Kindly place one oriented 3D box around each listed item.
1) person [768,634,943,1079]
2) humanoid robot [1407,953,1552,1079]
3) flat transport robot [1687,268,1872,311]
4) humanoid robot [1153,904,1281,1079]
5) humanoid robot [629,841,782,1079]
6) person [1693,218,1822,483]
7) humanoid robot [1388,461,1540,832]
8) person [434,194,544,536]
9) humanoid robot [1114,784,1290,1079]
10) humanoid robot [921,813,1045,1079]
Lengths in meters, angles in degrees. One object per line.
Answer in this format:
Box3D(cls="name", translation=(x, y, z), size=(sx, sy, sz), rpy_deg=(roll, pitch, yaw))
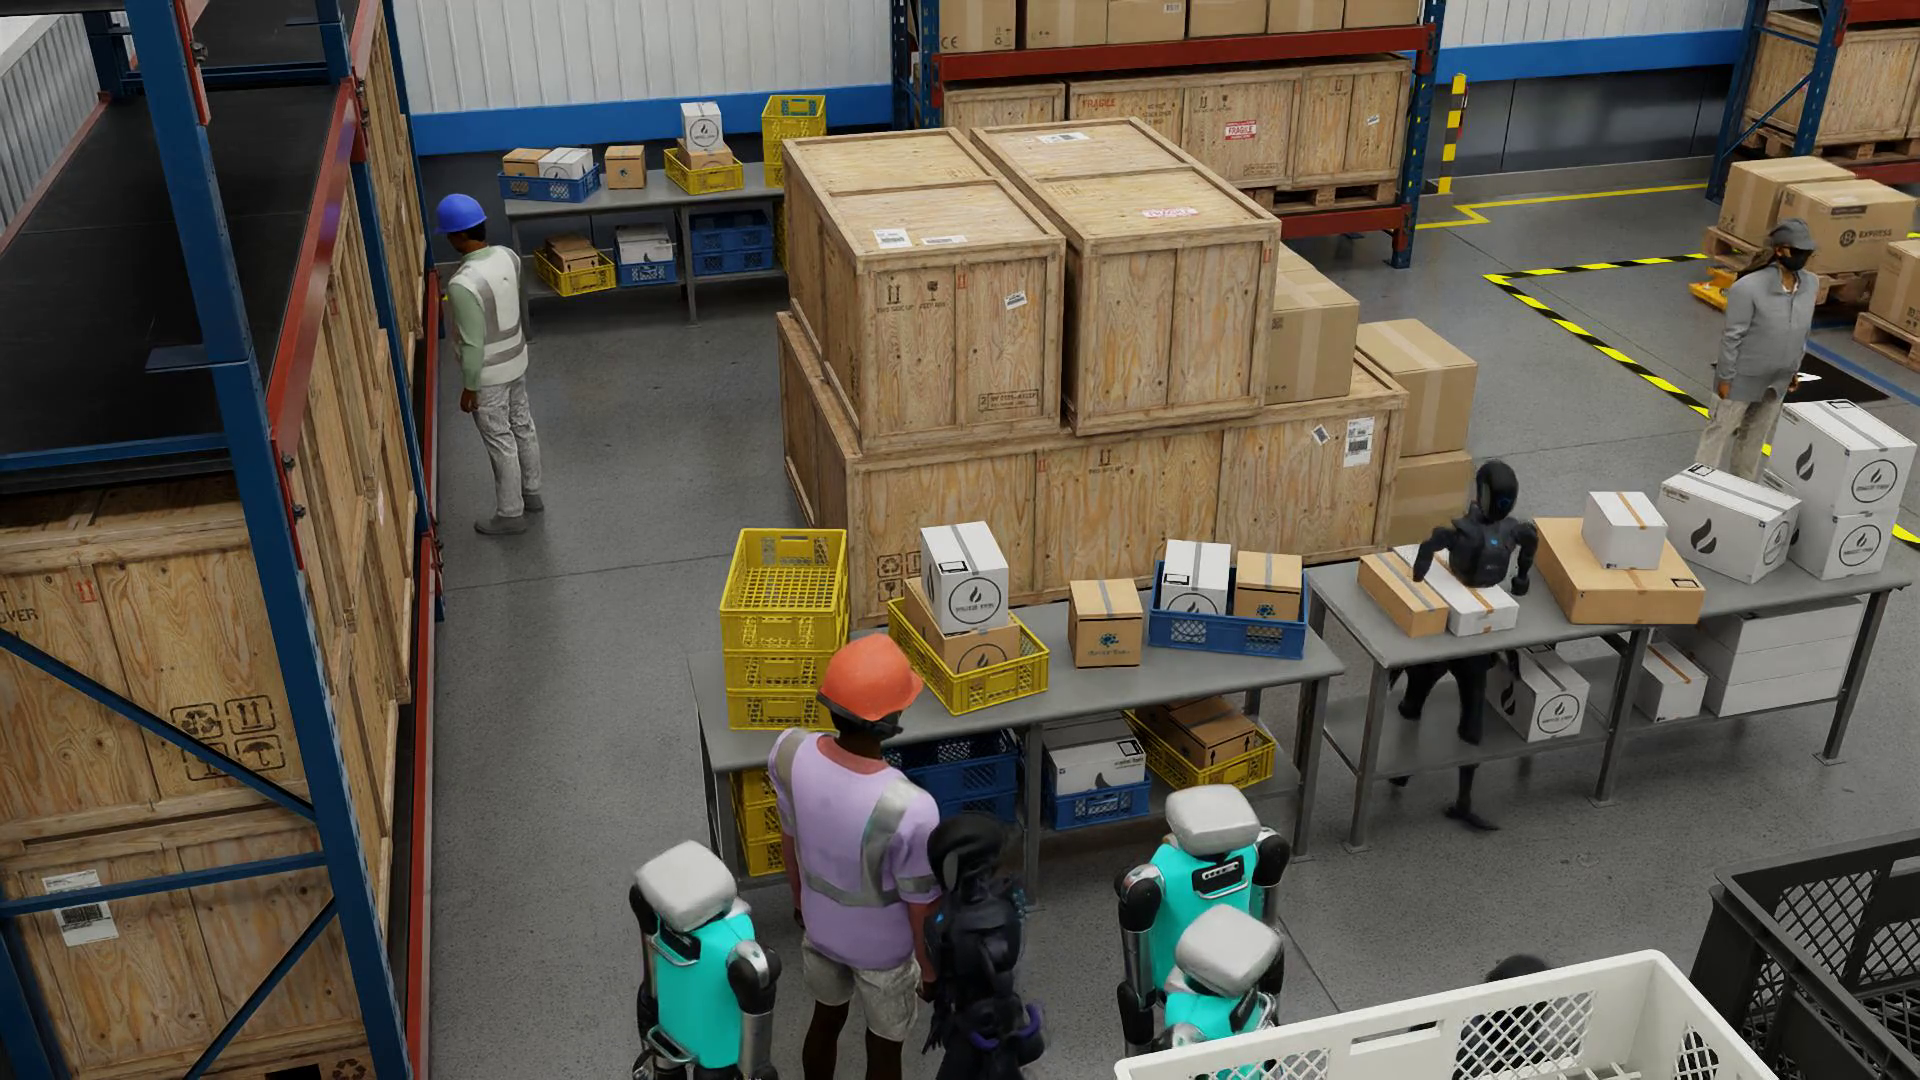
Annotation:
Box3D(cls="person", translation=(-0.285, 1.177, 5.160), size=(0.604, 2.038, 0.390), rpy_deg=(20, 35, 32))
Box3D(cls="humanoid robot", translation=(1.374, 1.755, 4.483), size=(0.586, 1.676, 0.355), rpy_deg=(24, 37, 36))
Box3D(cls="flat transport robot", translation=(6.335, -1.922, 12.577), size=(1.431, 0.197, 0.652), rpy_deg=(-7, 30, -13))
Box3D(cls="humanoid robot", translation=(0.831, 1.762, 4.365), size=(0.676, 1.759, 0.540), rpy_deg=(15, 32, 25))
Box3D(cls="humanoid robot", translation=(-0.832, 1.688, 4.546), size=(0.530, 1.797, 0.696), rpy_deg=(25, 37, 37))
Box3D(cls="person", translation=(4.421, -0.934, 9.255), size=(0.560, 1.768, 0.399), rpy_deg=(-9, 30, -15))
Box3D(cls="humanoid robot", translation=(2.064, 0.423, 6.923), size=(0.609, 1.628, 0.705), rpy_deg=(-6, 29, -11))
Box3D(cls="person", translation=(-2.567, -0.948, 9.108), size=(0.394, 1.939, 0.601), rpy_deg=(6, 29, 10))
Box3D(cls="humanoid robot", translation=(0.782, 1.549, 4.689), size=(0.530, 1.694, 0.752), rpy_deg=(-13, 32, -23))
Box3D(cls="humanoid robot", translation=(0.063, 1.514, 4.910), size=(0.350, 1.649, 0.604), rpy_deg=(-11, 31, -19))
